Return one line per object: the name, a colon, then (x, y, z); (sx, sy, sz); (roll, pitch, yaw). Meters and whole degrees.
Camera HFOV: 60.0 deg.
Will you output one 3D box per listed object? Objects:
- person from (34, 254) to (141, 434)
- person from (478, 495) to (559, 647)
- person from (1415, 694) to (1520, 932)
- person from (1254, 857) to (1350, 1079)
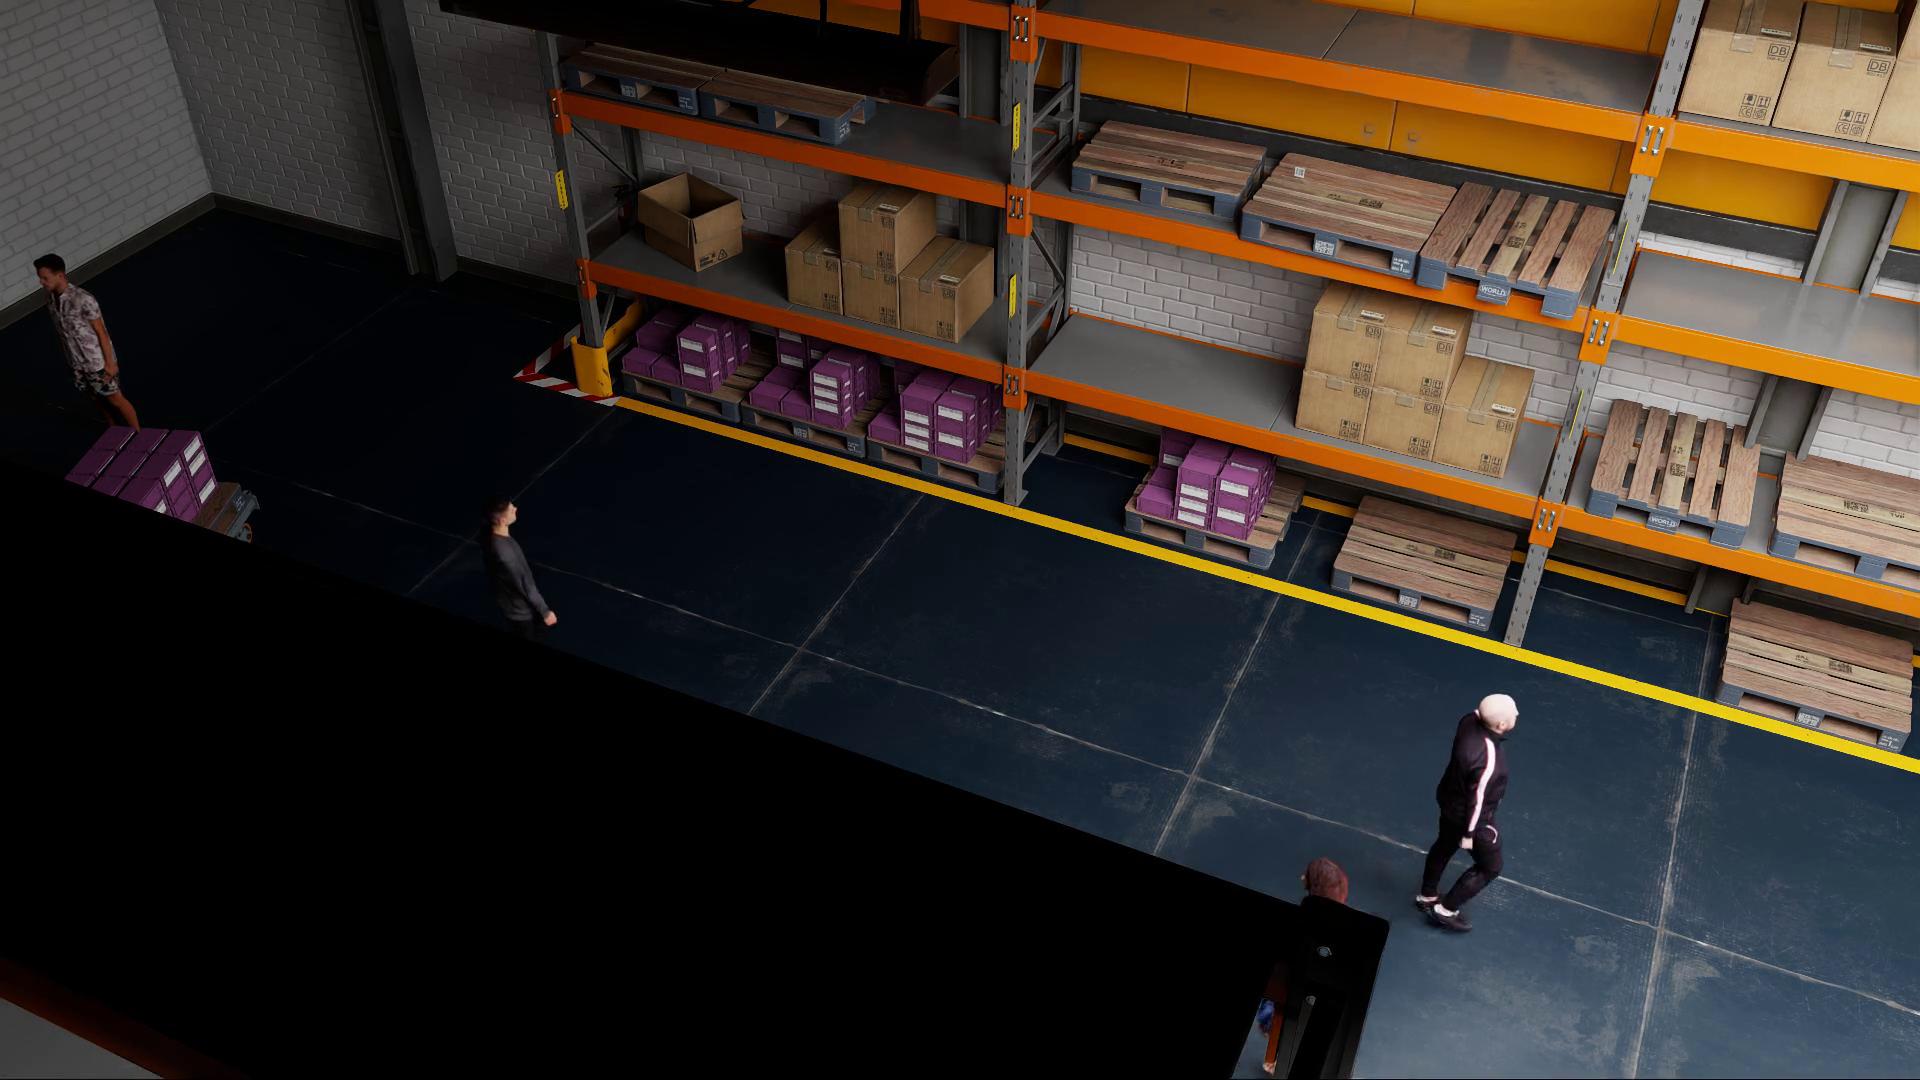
person: (-7.104, -1.534, 13.594); (0.497, 1.811, 0.728); (15, 41, 18)
person: (-3.029, 0.454, 11.153); (0.837, 1.752, 0.766); (-20, 43, -23)
person: (2.855, 1.579, 9.685); (0.800, 1.824, 0.783); (-2, 39, -2)
person: (1.893, 2.345, 8.750); (0.672, 1.795, 0.641); (15, 41, 18)
